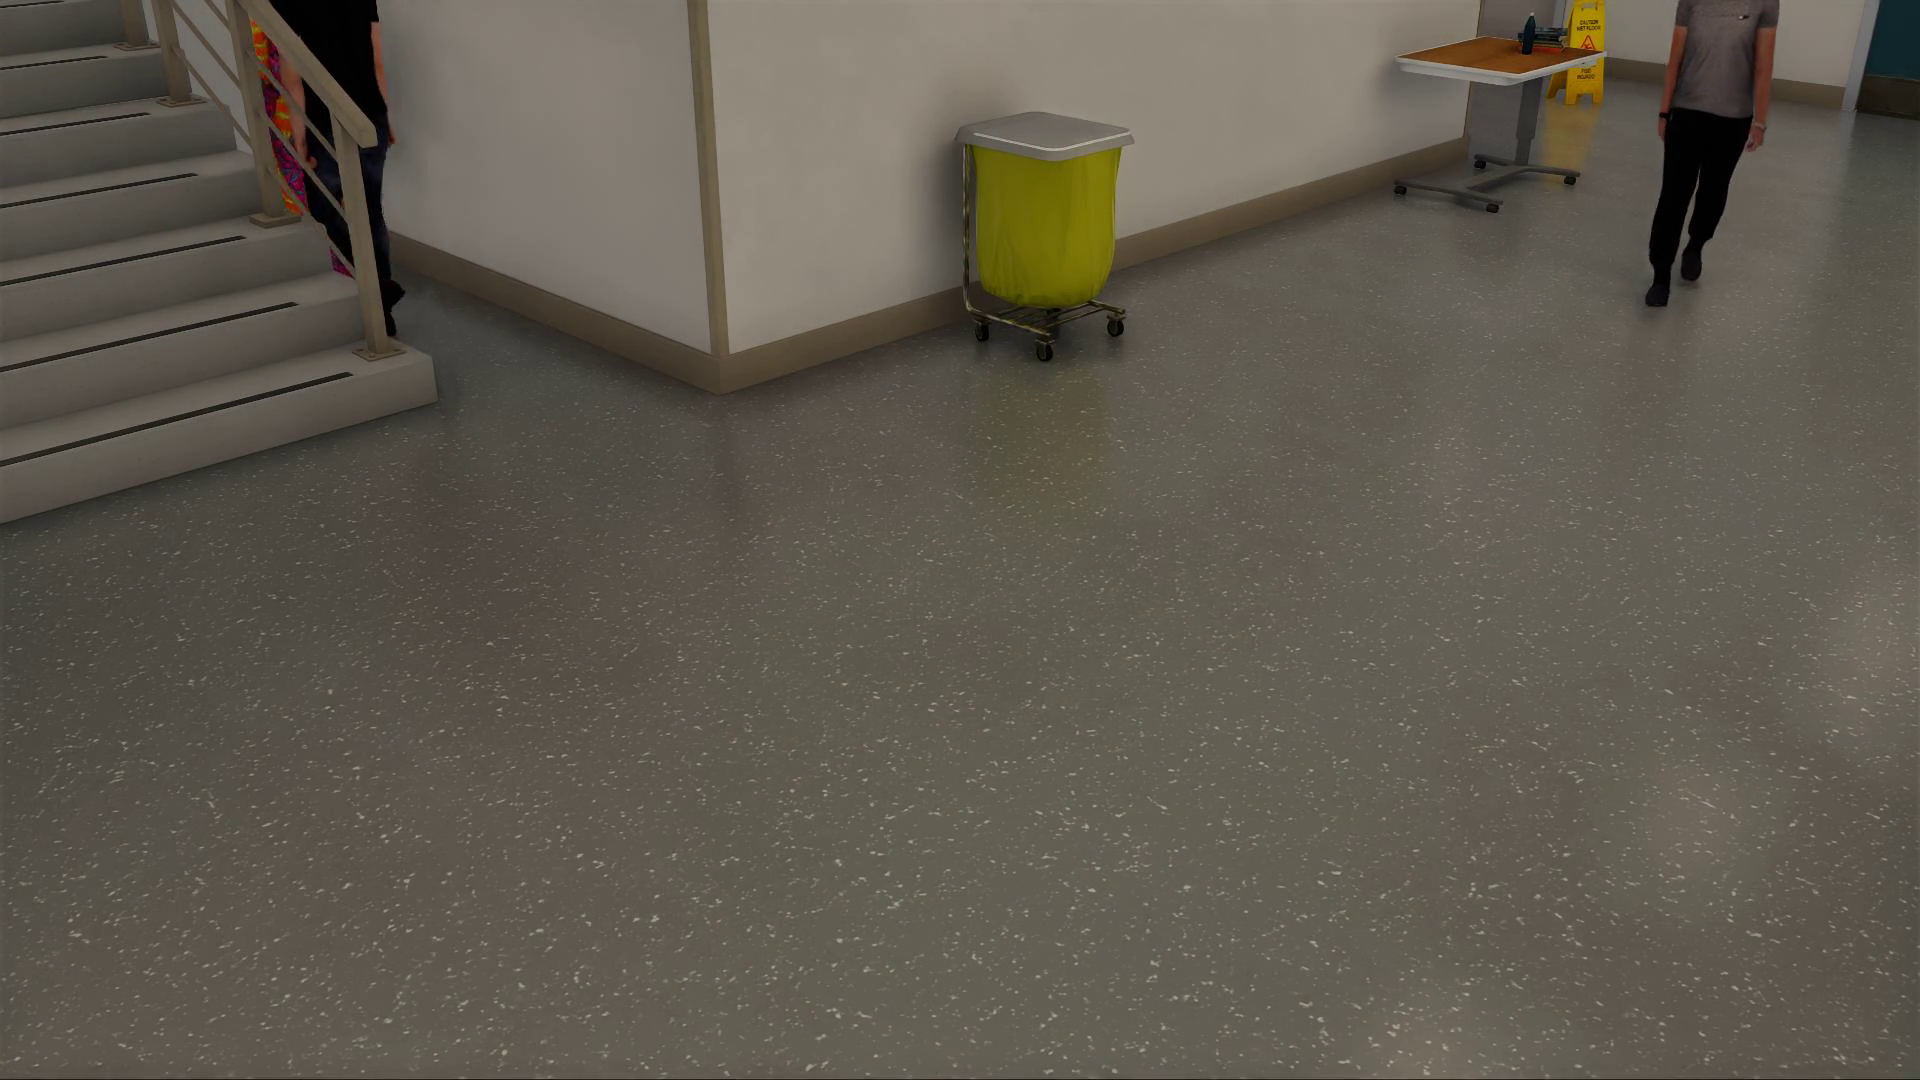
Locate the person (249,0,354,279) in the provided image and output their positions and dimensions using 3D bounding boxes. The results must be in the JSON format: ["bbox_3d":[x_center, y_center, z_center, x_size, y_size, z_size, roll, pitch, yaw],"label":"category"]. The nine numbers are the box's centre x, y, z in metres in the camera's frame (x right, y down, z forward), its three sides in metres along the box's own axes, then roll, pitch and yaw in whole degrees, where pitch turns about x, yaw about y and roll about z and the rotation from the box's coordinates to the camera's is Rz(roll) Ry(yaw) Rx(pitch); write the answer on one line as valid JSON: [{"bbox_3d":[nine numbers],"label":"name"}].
[{"bbox_3d":[-3.104,-1.995,7.965,0.674,1.659,0.850,-20,32,-35],"label":"person"}]

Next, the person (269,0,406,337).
[{"bbox_3d":[-2.633,-1.774,7.251,0.833,1.880,0.662,23,34,39],"label":"person"}]

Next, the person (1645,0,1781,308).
[{"bbox_3d":[3.605,-2.029,7.970,1.167,1.715,0.991,10,28,20],"label":"person"}]
